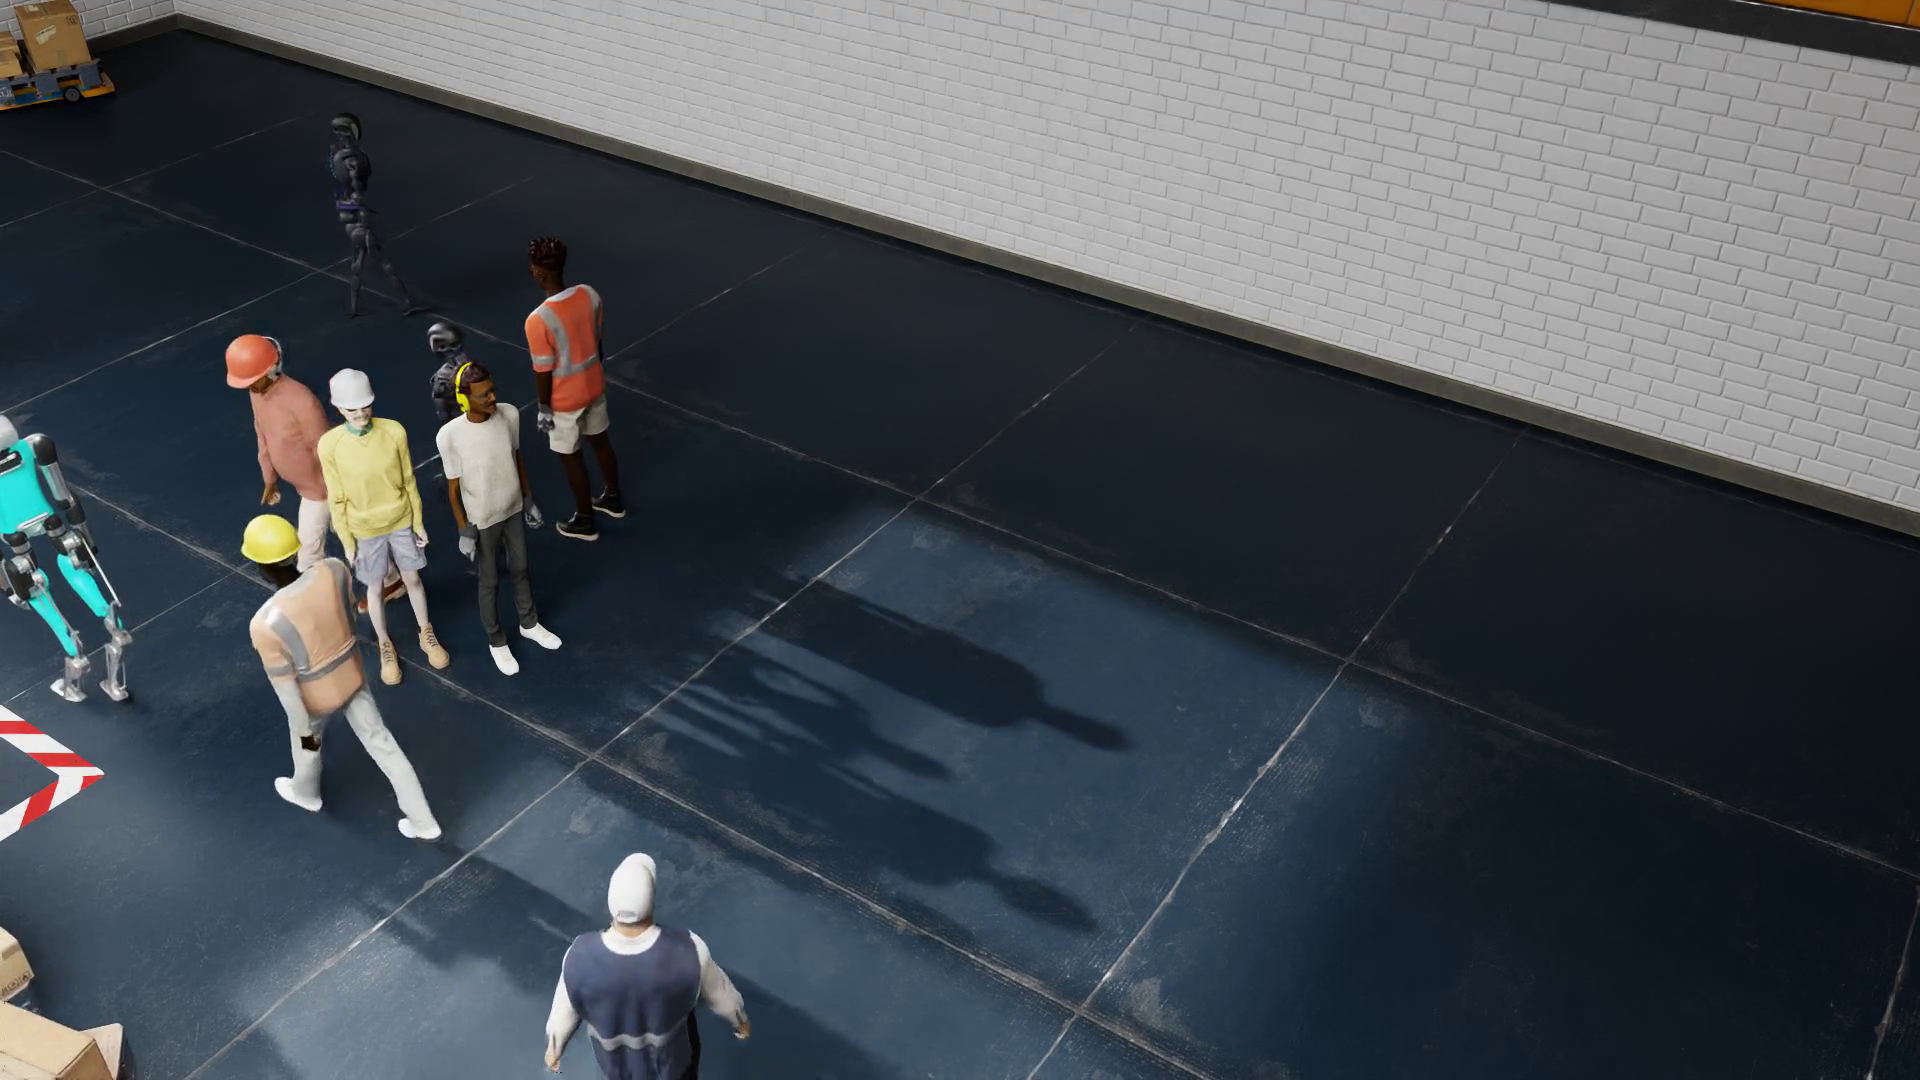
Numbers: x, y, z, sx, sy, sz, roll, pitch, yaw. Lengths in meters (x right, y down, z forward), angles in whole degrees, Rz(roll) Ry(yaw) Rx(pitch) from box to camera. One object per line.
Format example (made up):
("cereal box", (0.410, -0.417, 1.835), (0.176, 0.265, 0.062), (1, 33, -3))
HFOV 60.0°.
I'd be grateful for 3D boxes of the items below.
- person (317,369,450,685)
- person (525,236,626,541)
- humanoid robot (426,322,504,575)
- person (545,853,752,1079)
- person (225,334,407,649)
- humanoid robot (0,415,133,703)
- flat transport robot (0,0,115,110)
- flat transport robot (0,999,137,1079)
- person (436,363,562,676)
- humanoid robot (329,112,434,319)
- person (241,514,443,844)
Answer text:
("person", (-3.125, -0.084, 8.969), (0.472, 1.895, 0.385), (-19, 39, -25))
("person", (-2.360, -0.917, 10.110), (0.395, 1.956, 0.608), (16, 38, 22))
("humanoid robot", (-2.923, -0.516, 9.772), (0.369, 1.653, 0.611), (4, 35, 6))
("person", (-1.182, 1.884, 6.285), (0.782, 1.740, 0.466), (-3, 35, -5))
("person", (-3.669, -0.289, 9.225), (0.991, 1.918, 0.621), (-28, 44, -34))
("humanoid robot", (-4.690, 0.212, 8.684), (0.790, 1.788, 0.551), (26, 43, 32))
("flat transport robot", (-9.363, -4.556, 16.774), (1.431, 0.231, 0.659), (-21, 40, -27))
("flat transport robot", (-3.803, 2.678, 6.436), (1.431, 0.231, 0.659), (-10, 36, -14))
("person", (-2.511, -0.121, 9.050), (0.329, 1.862, 0.509), (26, 43, 32))
("humanoid robot", (-4.471, -2.451, 12.557), (0.675, 1.634, 0.605), (-14, 37, -20))
("person", (-3.021, 0.678, 7.899), (1.025, 1.874, 0.587), (20, 40, 26))
